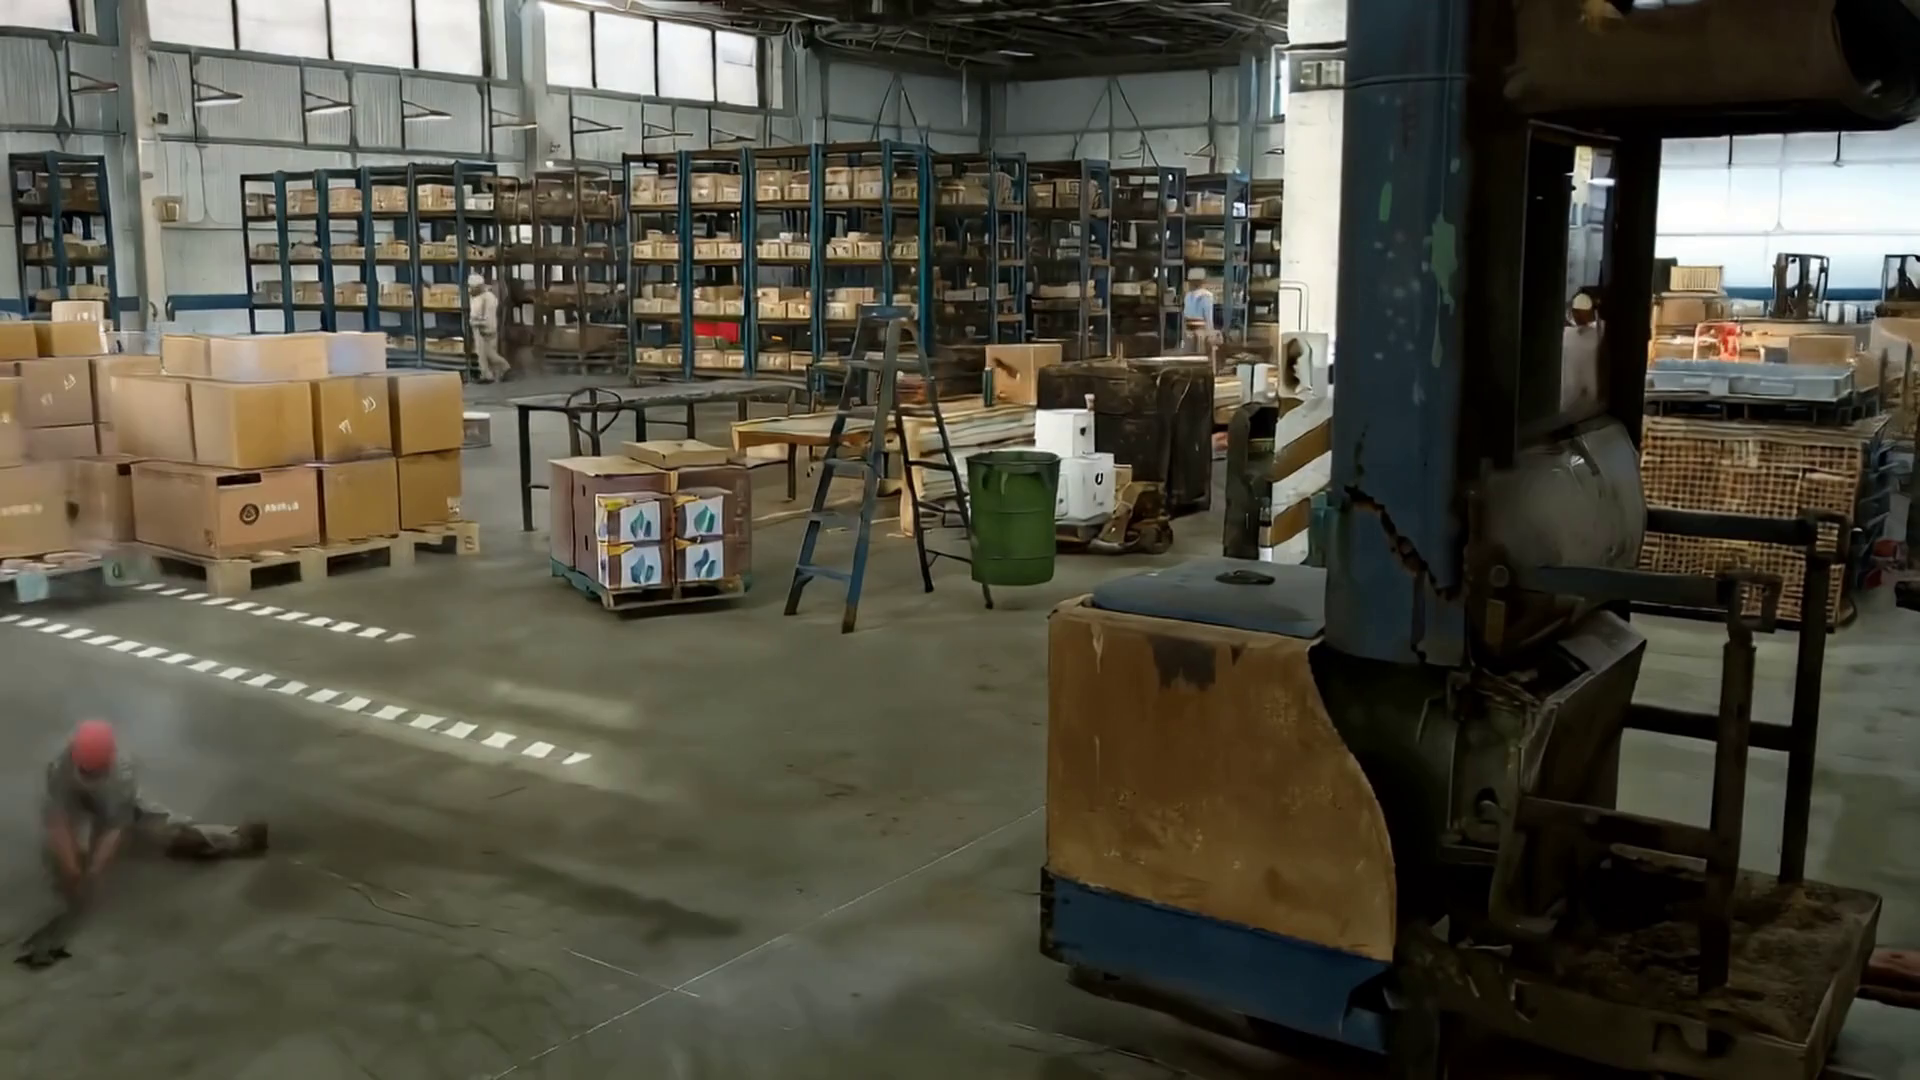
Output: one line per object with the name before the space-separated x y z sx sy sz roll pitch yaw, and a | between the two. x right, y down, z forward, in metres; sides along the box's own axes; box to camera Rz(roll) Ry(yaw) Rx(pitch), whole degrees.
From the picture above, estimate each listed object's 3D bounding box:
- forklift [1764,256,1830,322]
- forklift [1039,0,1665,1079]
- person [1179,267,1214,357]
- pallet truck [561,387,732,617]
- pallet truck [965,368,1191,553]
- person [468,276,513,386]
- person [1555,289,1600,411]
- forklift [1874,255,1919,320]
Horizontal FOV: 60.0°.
forklift | 20.253 -5.854 40.139 1.157 1.987 2.680 7 12 35
forklift | 1.249 -0.137 4.360 1.873 2.768 1.129 7 12 35
person | 3.522 -3.081 24.700 0.458 1.933 0.634 -6 11 -31
pallet truck | -1.981 -0.274 10.088 0.680 1.201 1.601 -5 11 -28
pallet truck | 0.845 -0.609 11.869 1.630 1.274 0.653 7 12 35
person | -7.682 -3.396 27.040 0.625 1.791 0.570 9 13 44
person | 5.867 -1.506 15.833 0.544 1.754 0.364 4 10 24
forklift | 22.089 -5.634 38.796 1.157 1.987 2.680 6 11 33
